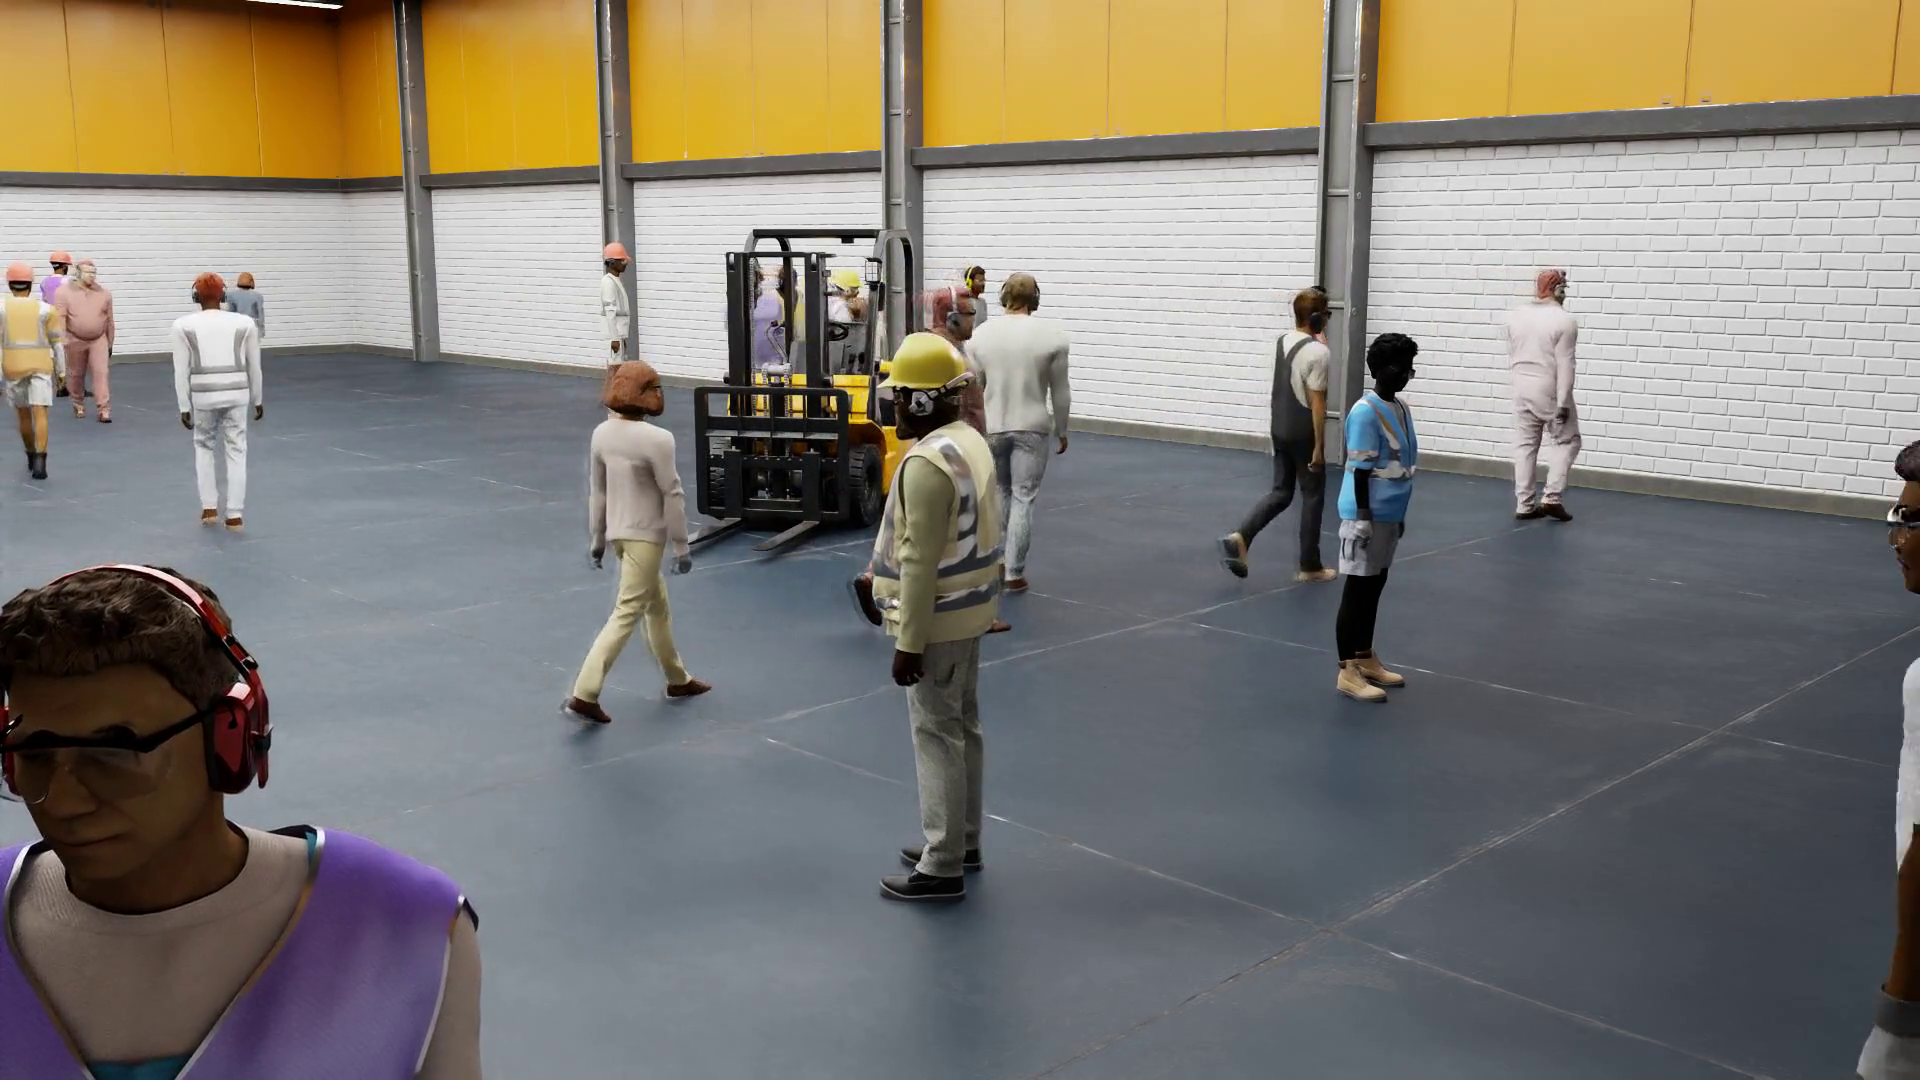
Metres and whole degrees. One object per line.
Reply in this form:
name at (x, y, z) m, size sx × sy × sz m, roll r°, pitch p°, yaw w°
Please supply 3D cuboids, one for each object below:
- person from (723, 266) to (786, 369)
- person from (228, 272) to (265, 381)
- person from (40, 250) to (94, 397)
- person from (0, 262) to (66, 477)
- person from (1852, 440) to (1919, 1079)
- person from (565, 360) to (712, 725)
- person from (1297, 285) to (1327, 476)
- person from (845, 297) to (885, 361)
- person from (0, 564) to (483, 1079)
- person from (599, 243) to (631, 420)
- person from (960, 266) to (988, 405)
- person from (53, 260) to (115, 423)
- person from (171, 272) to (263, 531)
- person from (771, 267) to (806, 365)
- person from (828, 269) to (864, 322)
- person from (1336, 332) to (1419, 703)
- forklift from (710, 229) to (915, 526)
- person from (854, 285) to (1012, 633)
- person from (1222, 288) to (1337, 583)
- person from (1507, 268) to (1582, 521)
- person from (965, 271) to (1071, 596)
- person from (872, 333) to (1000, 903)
person at (-1.836, -1.551, 14.992) m, size 0.381 × 1.904 × 0.698 m, roll 9°, pitch 14°, yaw 41°
person at (-10.304, -3.066, 24.025) m, size 0.509 × 1.610 × 0.629 m, roll -1°, pitch 10°, yaw -8°
person at (-11.782, -2.839, 21.912) m, size 0.544 × 1.936 × 0.359 m, roll 3°, pitch 11°, yaw 14°
person at (-8.297, -1.515, 14.822) m, size 0.561 × 1.896 × 0.972 m, roll -5°, pitch 11°, yaw -25°
person at (1.729, 0.745, 2.666) m, size 0.515 × 1.837 × 0.838 m, roll -9°, pitch 14°, yaw -41°
person at (-1.447, 0.006, 7.358) m, size 0.508 × 1.601 × 0.866 m, roll 9°, pitch 14°, yaw 42°
person at (3.099, -1.413, 14.809) m, size 0.320 × 1.694 × 0.532 m, roll 4°, pitch 11°, yaw 20°
person at (-0.881, -1.366, 14.825) m, size 0.877 × 1.579 × 0.527 m, roll 5°, pitch 11°, yaw 25°
person at (-0.745, 0.919, 1.665) m, size 0.574 × 1.843 × 0.374 m, roll -2°, pitch 11°, yaw -10°
person at (-3.884, -2.333, 18.853) m, size 0.366 × 2.047 × 0.607 m, roll -1°, pitch 10°, yaw -6°
person at (0.172, -1.851, 16.843) m, size 0.965 × 1.815 × 0.548 m, roll 6°, pitch 12°, yaw 31°
person at (-10.079, -2.297, 19.177) m, size 0.641 × 1.864 × 1.003 m, roll -7°, pitch 13°, yaw -35°
person at (-5.389, -1.009, 12.117) m, size 0.588 × 1.859 × 0.682 m, roll -5°, pitch 12°, yaw -26°
person at (-1.799, -2.010, 17.767) m, size 0.639 × 1.796 × 0.941 m, roll -6°, pitch 12°, yaw -31°
person at (-1.157, -1.704, 16.042) m, size 0.503 × 1.814 × 0.602 m, roll -2°, pitch 11°, yaw -11°
person at (1.932, -0.115, 7.714) m, size 0.321 × 1.694 × 0.535 m, roll 7°, pitch 12°, yaw 33°
forklift at (-1.050, -1.319, 12.920) m, size 1.214 × 2.155 × 2.313 m, roll 2°, pitch 11°, yaw 13°
person at (-0.136, -0.409, 8.815) m, size 0.744 × 1.877 × 0.640 m, roll -4°, pitch 11°, yaw -21°
person at (1.980, -0.609, 10.078) m, size 0.722 × 1.824 × 0.507 m, roll -6°, pitch 12°, yaw -30°
person at (4.390, -1.079, 12.436) m, size 0.503 × 1.891 × 0.655 m, roll -6°, pitch 12°, yaw -30°
person at (0.373, -0.654, 10.043) m, size 0.621 × 1.912 × 0.752 m, roll 3°, pitch 11°, yaw 17°
person at (-0.081, 0.249, 5.382) m, size 0.403 × 1.827 × 0.589 m, roll 3°, pitch 11°, yaw 13°
